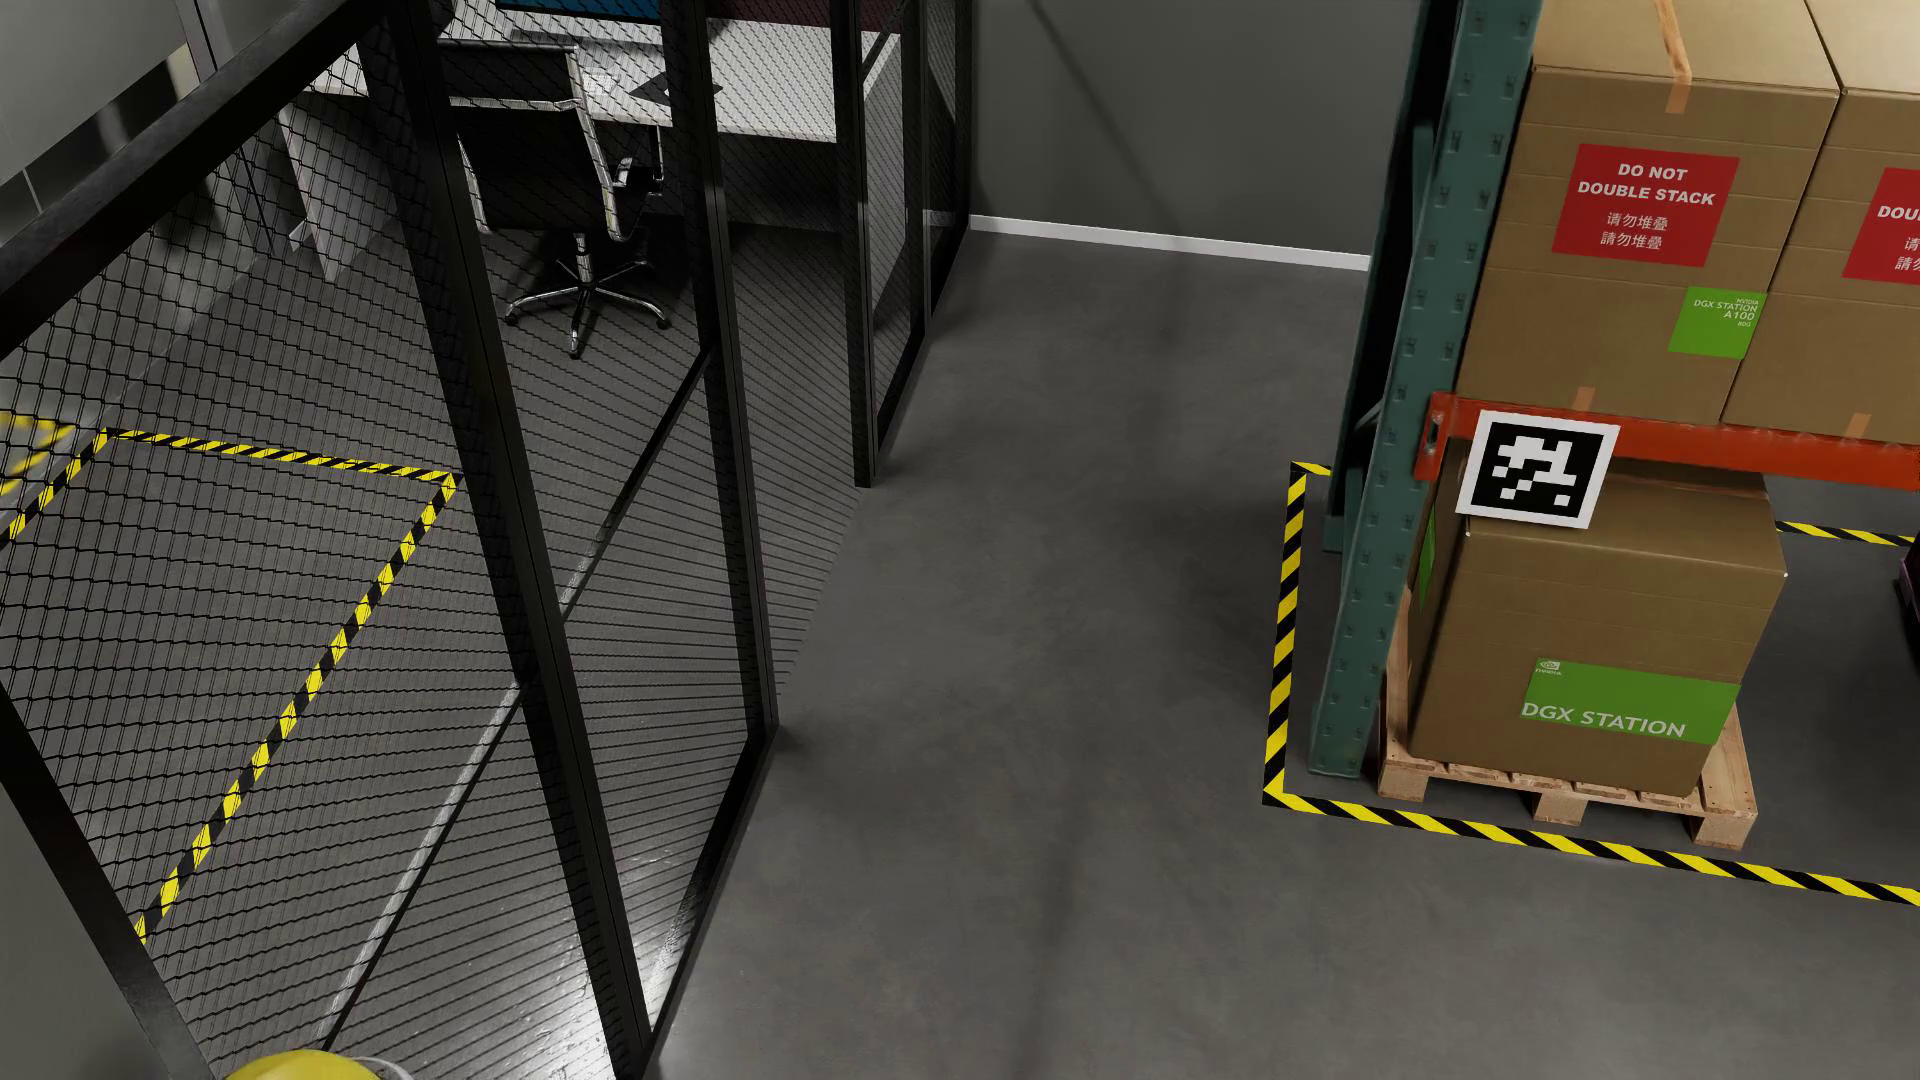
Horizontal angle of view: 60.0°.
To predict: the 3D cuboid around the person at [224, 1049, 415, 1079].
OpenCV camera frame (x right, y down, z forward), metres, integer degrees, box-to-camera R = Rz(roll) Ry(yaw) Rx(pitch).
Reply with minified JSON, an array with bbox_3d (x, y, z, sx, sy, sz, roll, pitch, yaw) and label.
[{"bbox_3d":[-0.670,1.225,2.166,0.588,1.835,0.403,13,43,15],"label":"person"}]
